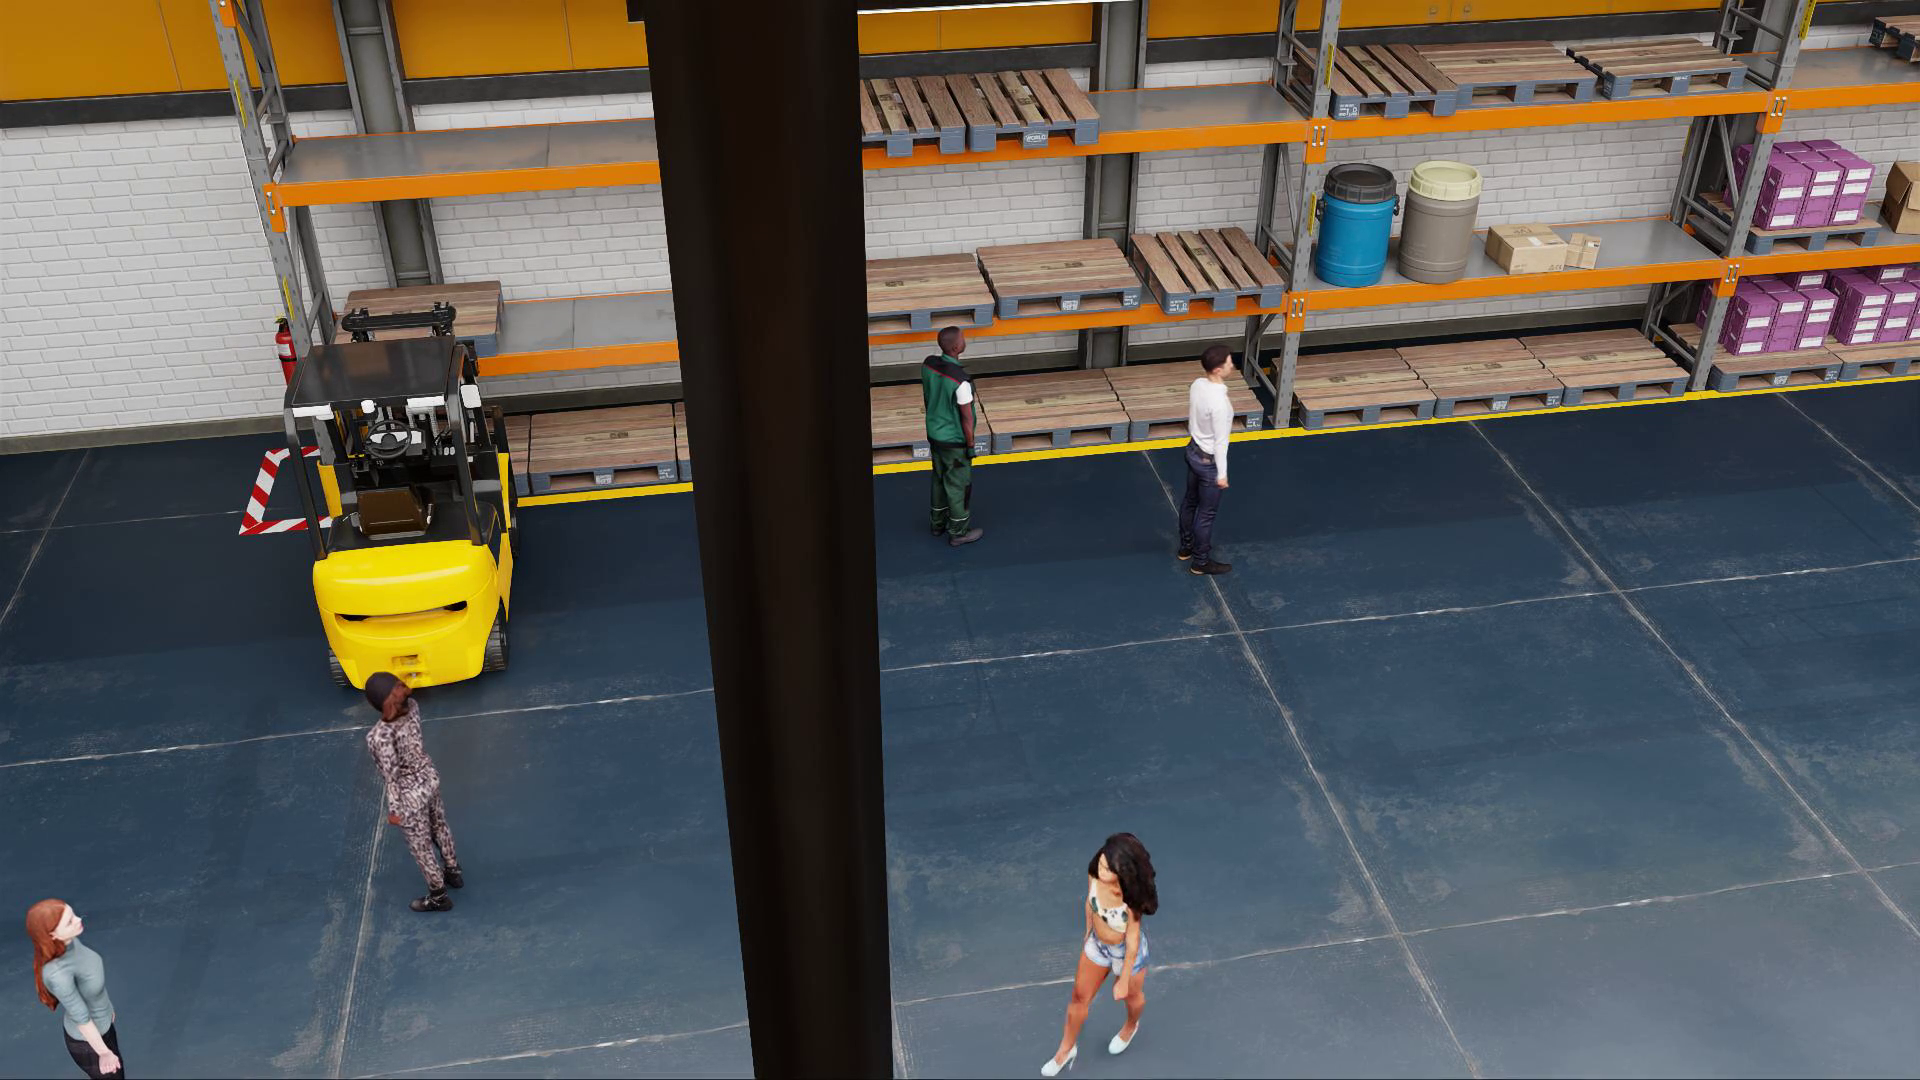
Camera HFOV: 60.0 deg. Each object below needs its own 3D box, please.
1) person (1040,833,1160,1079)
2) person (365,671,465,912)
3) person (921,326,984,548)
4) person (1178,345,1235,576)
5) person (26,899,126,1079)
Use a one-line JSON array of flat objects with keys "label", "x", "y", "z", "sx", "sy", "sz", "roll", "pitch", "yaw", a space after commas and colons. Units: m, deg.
[{"label": "person", "x": 0.861, "y": 2.105, "z": 8.604, "sx": 0.951, "sy": 1.604, "sz": 0.820, "roll": -25, "pitch": 41, "yaw": -33}, {"label": "person", "x": -3.122, "y": 1.435, "z": 9.512, "sx": 0.643, "sy": 1.714, "sz": 0.640, "roll": 7, "pitch": 34, "yaw": 10}, {"label": "person", "x": -0.075, "y": -0.802, "z": 12.764, "sx": 0.792, "sy": 1.840, "sz": 0.784, "roll": -25, "pitch": 41, "yaw": -33}, {"label": "person", "x": 1.834, "y": -0.614, "z": 12.454, "sx": 0.616, "sy": 1.868, "sz": 0.635, "roll": -9, "pitch": 35, "yaw": -13}, {"label": "person", "x": -4.187, "y": 2.388, "z": 8.052, "sx": 0.634, "sy": 1.743, "sz": 0.649, "roll": -16, "pitch": 37, "yaw": -22}]
